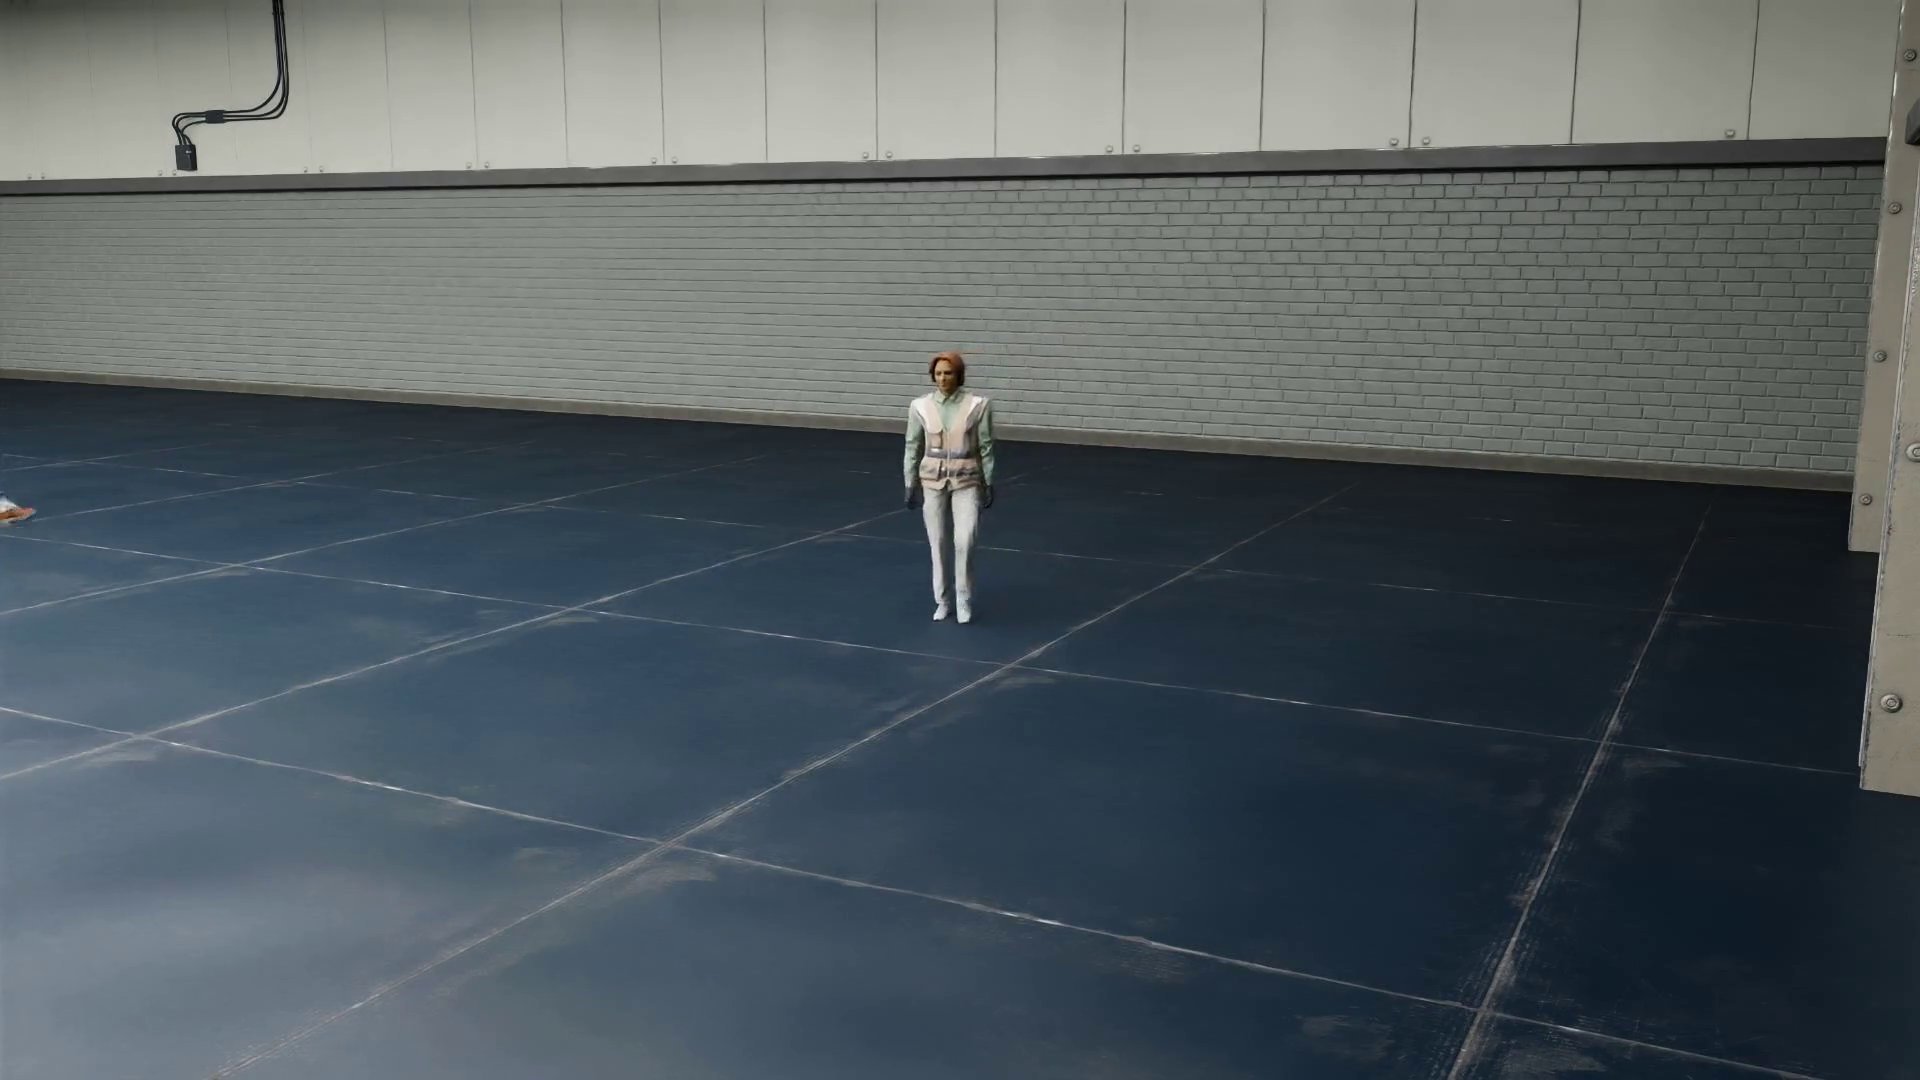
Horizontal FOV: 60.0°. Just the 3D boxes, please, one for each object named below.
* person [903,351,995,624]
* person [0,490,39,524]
[{"bbox_3d":[-0.073,-0.300,9.815,0.538,1.621,0.503,2,11,9],"label":"person"},{"bbox_3d":[-7.931,-1.006,12.996,1.055,1.890,0.642,-3,11,-16],"label":"person"}]
